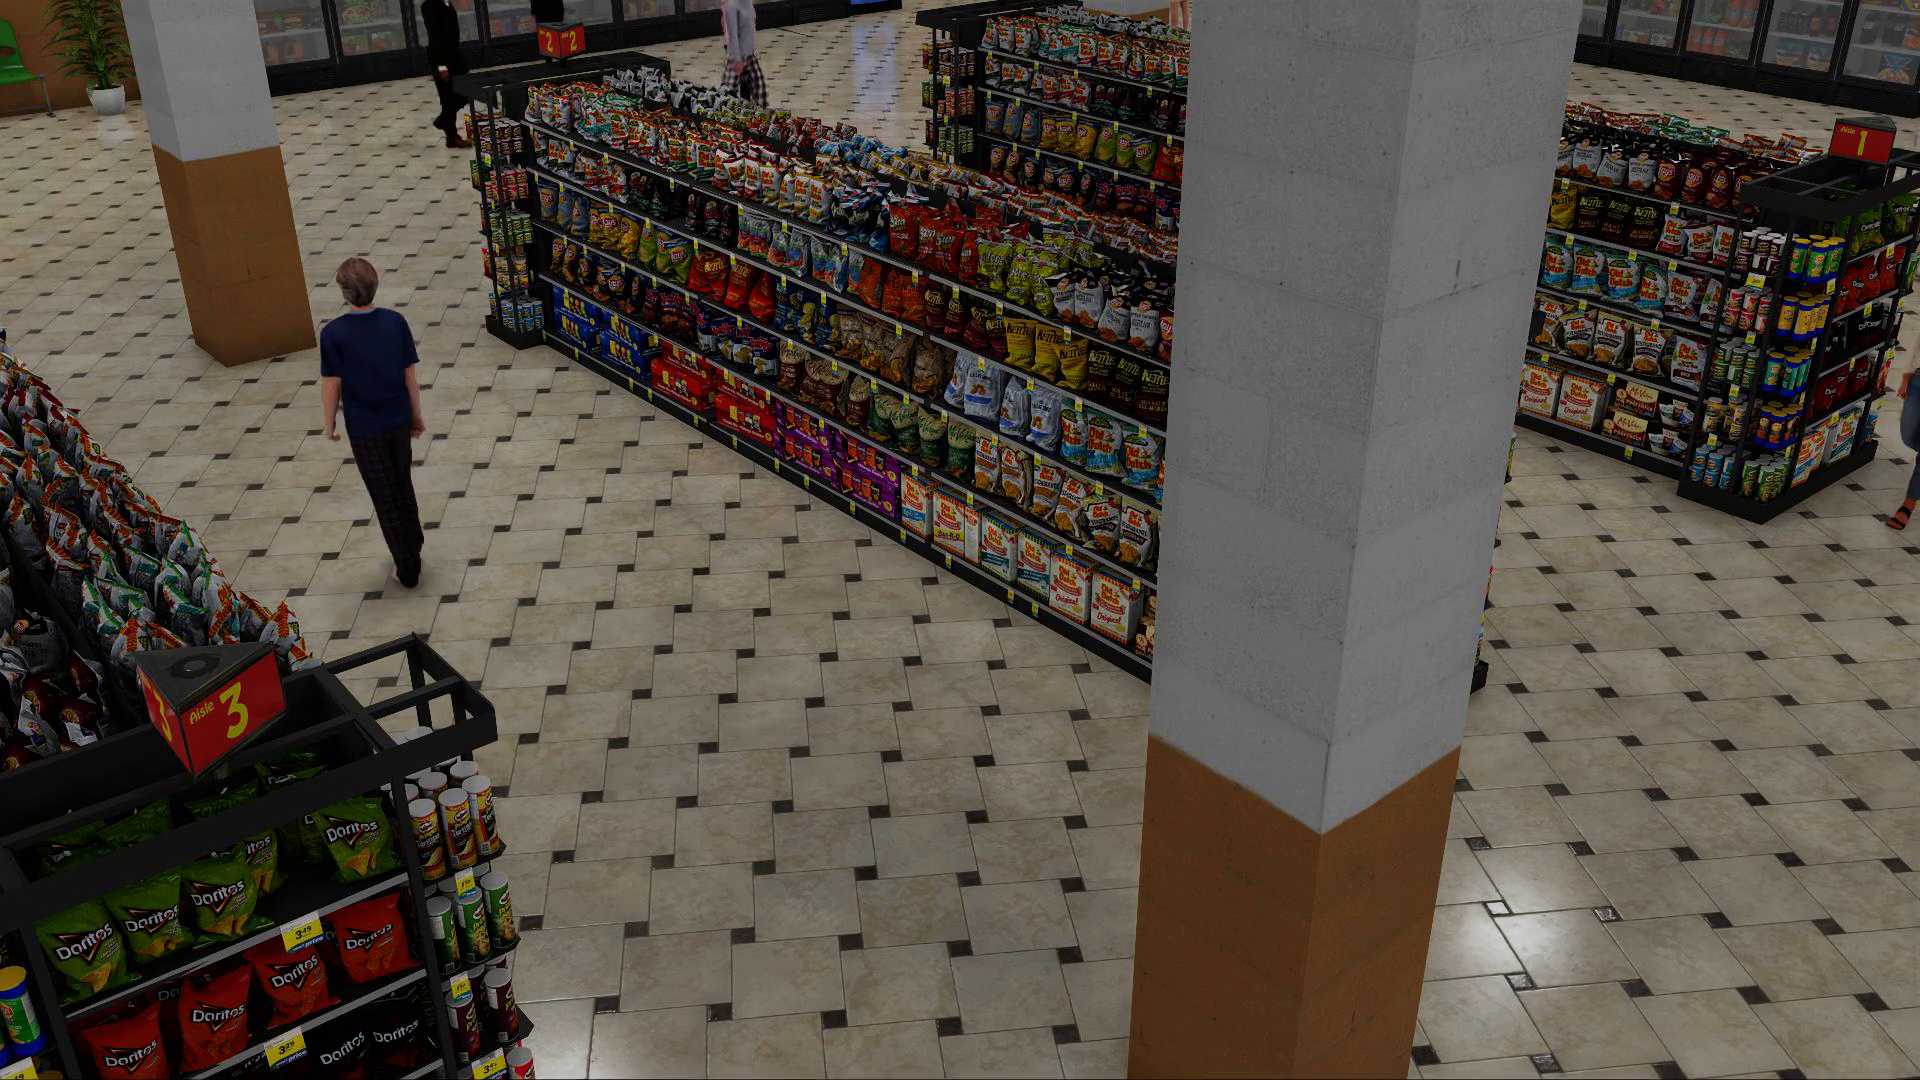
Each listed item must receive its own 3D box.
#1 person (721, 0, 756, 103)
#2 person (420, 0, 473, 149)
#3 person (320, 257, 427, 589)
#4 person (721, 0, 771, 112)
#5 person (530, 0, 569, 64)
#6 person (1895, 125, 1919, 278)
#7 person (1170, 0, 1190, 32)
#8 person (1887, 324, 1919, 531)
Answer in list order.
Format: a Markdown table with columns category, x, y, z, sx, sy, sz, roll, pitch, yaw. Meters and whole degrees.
| category | x | y | z | sx | sy | sz | roll | pitch | yaw |
| --- | --- | --- | --- | --- | --- | --- | --- | --- | --- |
| person | -2.633 | -5.878 | 19.666 | 0.536 | 1.688 | 0.696 | 20 | 33 | 34 |
| person | -5.695 | -5.224 | 18.153 | 0.948 | 1.890 | 0.891 | 5 | 27 | 9 |
| person | -3.123 | -0.595 | 9.065 | 0.692 | 1.854 | 0.804 | -24 | 35 | -39 |
| person | -2.536 | -5.409 | 18.633 | 1.306 | 1.786 | 1.001 | 14 | 30 | 25 |
| person | -5.498 | -7.111 | 22.181 | 0.622 | 1.612 | 0.605 | -20 | 33 | -34 |
| person | 8.206 | -3.037 | 14.118 | 0.660 | 1.638 | 0.615 | -13 | 30 | -24 |
| person | 3.134 | -7.991 | 23.676 | 0.594 | 1.829 | 0.526 | -17 | 31 | -30 |
| person | 5.874 | -0.914 | 9.910 | 0.685 | 1.659 | 0.914 | -20 | 33 | -34 |
